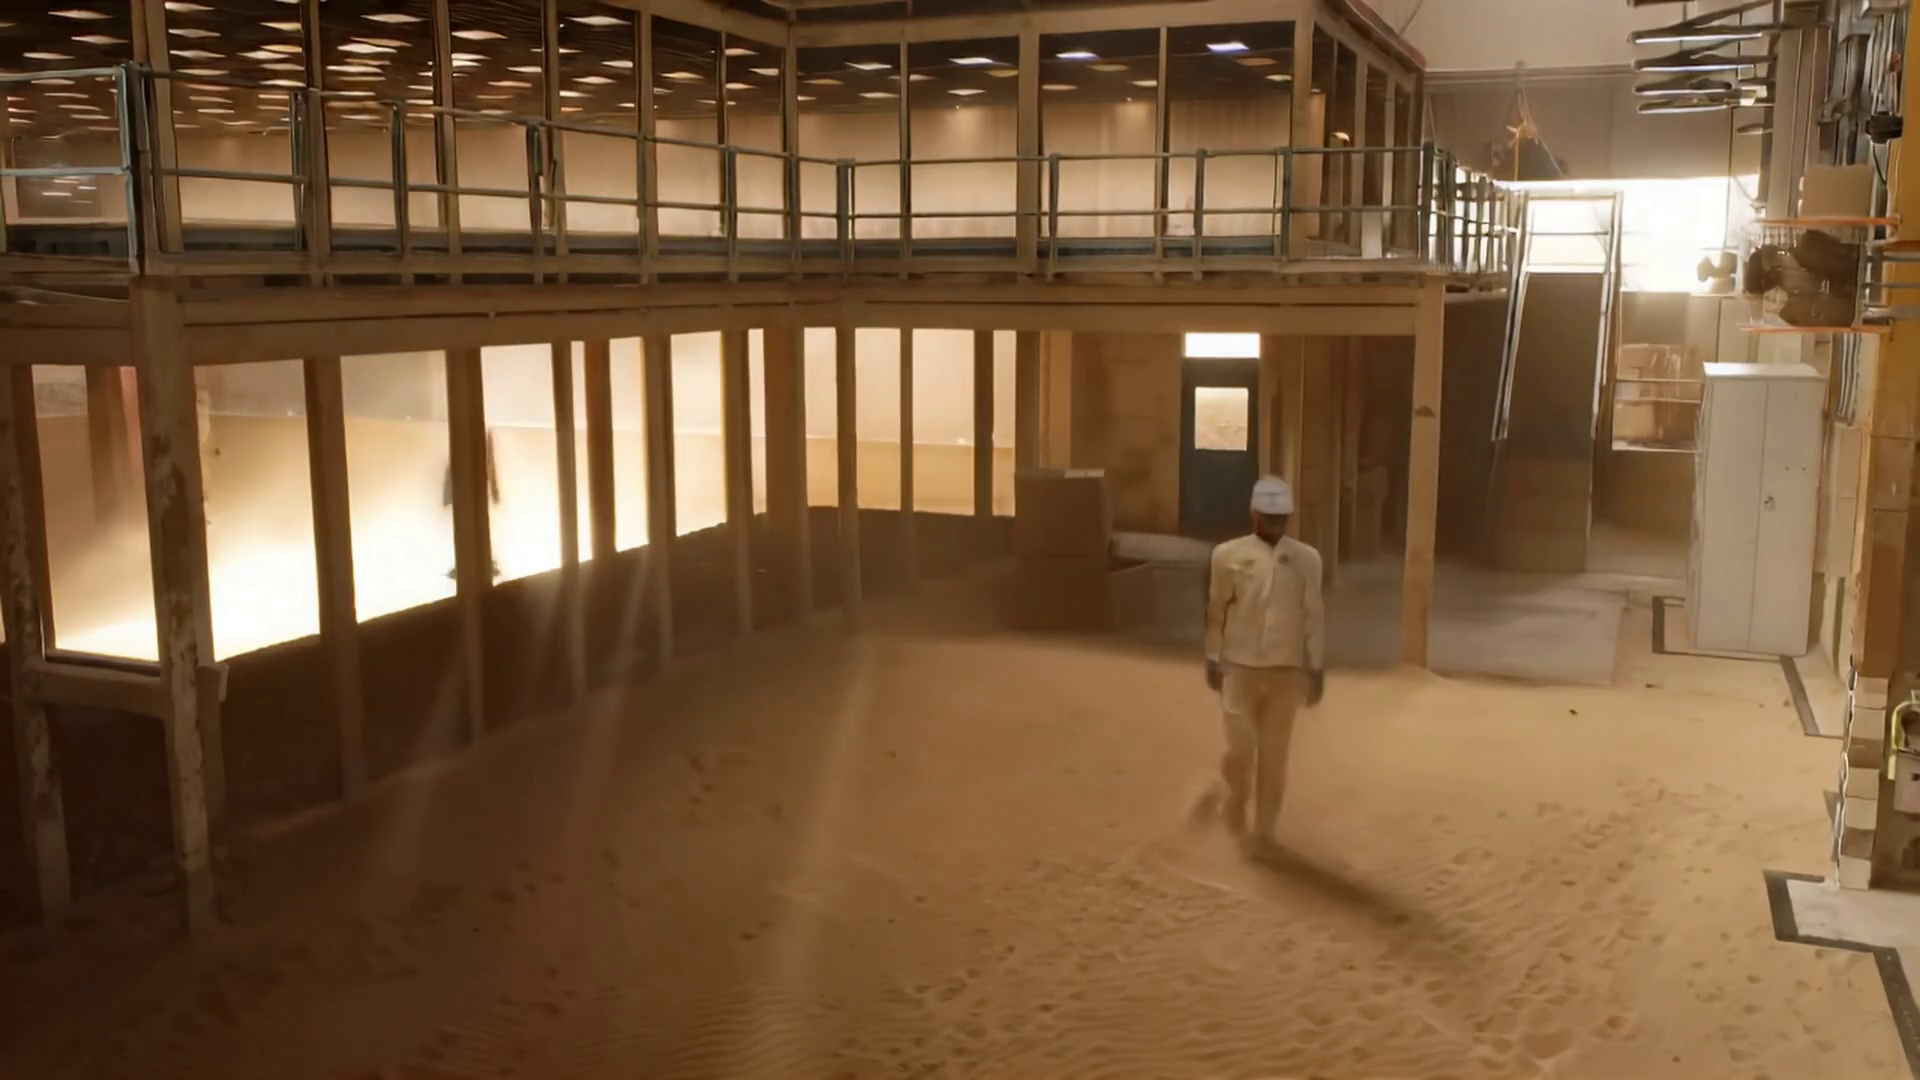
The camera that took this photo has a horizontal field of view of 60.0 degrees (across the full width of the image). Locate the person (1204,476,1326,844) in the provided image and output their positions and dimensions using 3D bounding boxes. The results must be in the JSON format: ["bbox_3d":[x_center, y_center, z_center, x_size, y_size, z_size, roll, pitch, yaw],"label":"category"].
[{"bbox_3d":[1.628,0.642,8.859,0.642,1.982,0.435,0,9,-1],"label":"person"}]
